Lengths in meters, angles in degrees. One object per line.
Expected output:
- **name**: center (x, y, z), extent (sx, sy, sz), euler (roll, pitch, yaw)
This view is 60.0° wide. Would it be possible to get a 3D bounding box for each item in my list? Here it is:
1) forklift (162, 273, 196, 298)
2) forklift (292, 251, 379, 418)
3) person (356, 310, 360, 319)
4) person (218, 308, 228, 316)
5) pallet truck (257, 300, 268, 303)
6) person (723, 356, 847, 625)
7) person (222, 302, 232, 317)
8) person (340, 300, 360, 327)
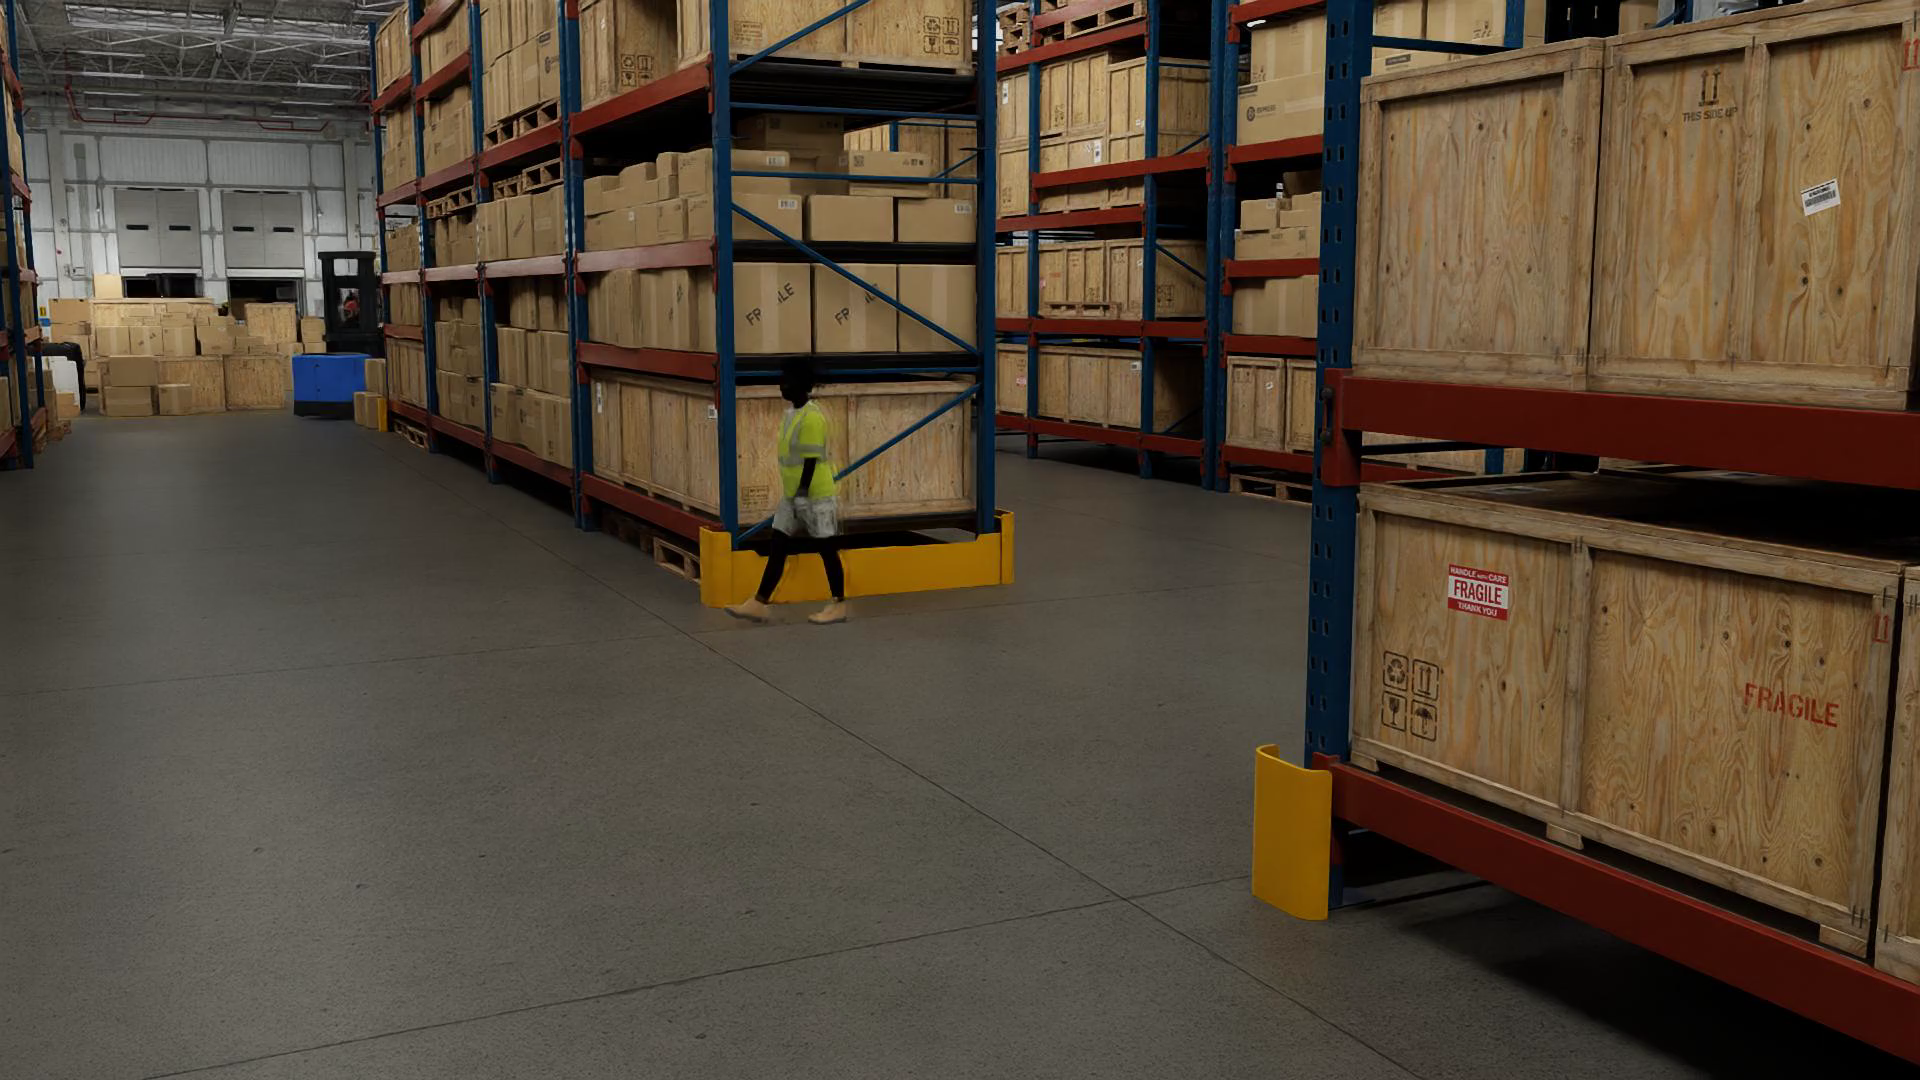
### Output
- **forklift**: center (-24.331, -6.948, 52.001), extent (1.873, 2.768, 1.129), euler (6, 10, 37)
- **forklift**: center (-10.400, -3.519, 28.352), extent (1.129, 2.768, 1.873), euler (3, 9, 19)
- **person**: center (-20.513, -7.028, 56.633), extent (0.464, 1.680, 0.540), euler (-8, 12, -44)
- **person**: center (-15.291, -3.894, 34.514), extent (0.634, 1.839, 0.429), euler (7, 11, 41)
- **pallet truck**: center (-23.913, -7.404, 58.171), extent (1.885, 1.965, 0.823), euler (-1, 8, -9)
- **person**: center (-1.058, -0.279, 10.159), extent (0.820, 1.656, 0.557), euler (-4, 9, -27)
- **person**: center (-25.115, -7.191, 56.942), extent (0.585, 1.928, 0.368), euler (2, 8, 13)
- **person**: center (-10.676, -3.217, 29.307), extent (0.611, 1.996, 0.379), euler (8, 11, 42)
